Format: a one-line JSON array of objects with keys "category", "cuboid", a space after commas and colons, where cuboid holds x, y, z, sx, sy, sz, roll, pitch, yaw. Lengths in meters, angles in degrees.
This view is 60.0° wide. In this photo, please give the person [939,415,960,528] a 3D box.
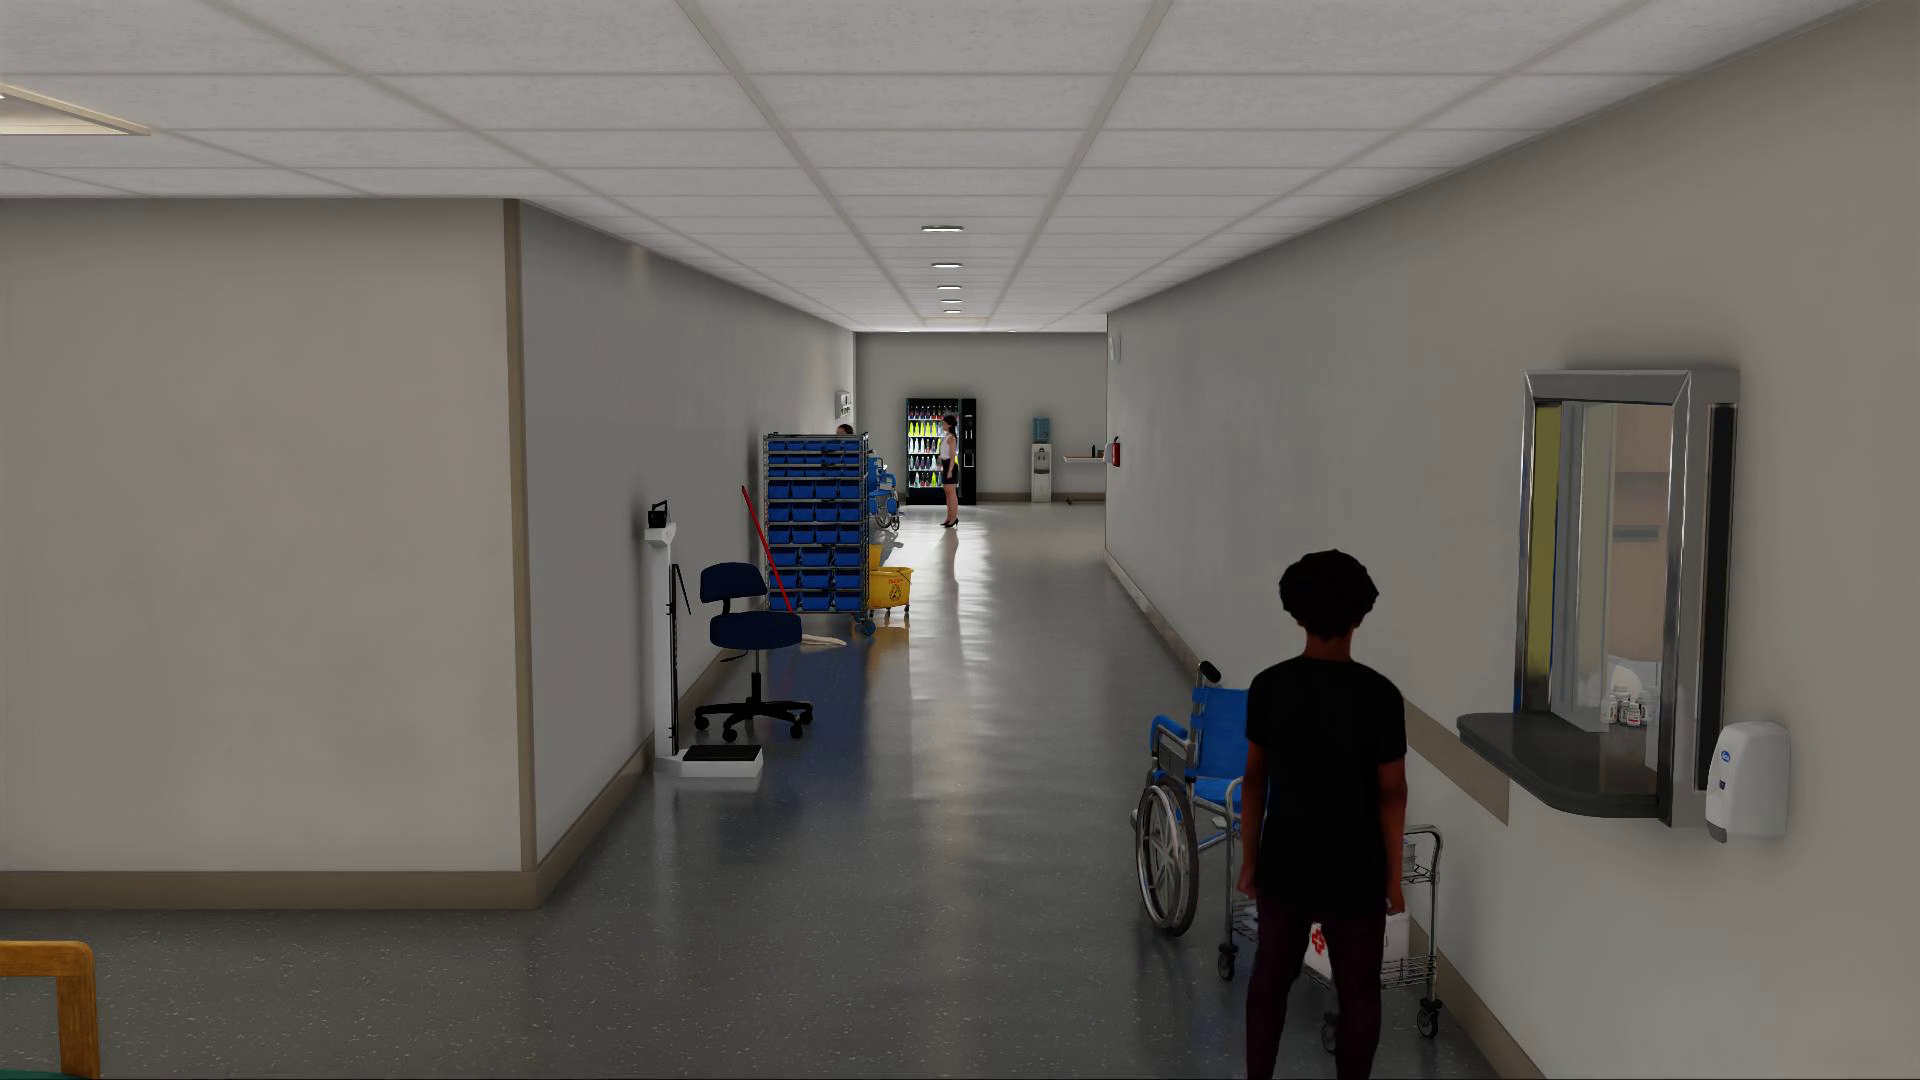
[{"category": "person", "cuboid": [-0.153, -1.019, 24.619, 0.580, 1.649, 0.599, -1, 6, -14]}]

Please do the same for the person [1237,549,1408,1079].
[{"category": "person", "cuboid": [1.021, 0.915, 4.768, 0.906, 1.773, 0.900, 3, 6, 27]}]
